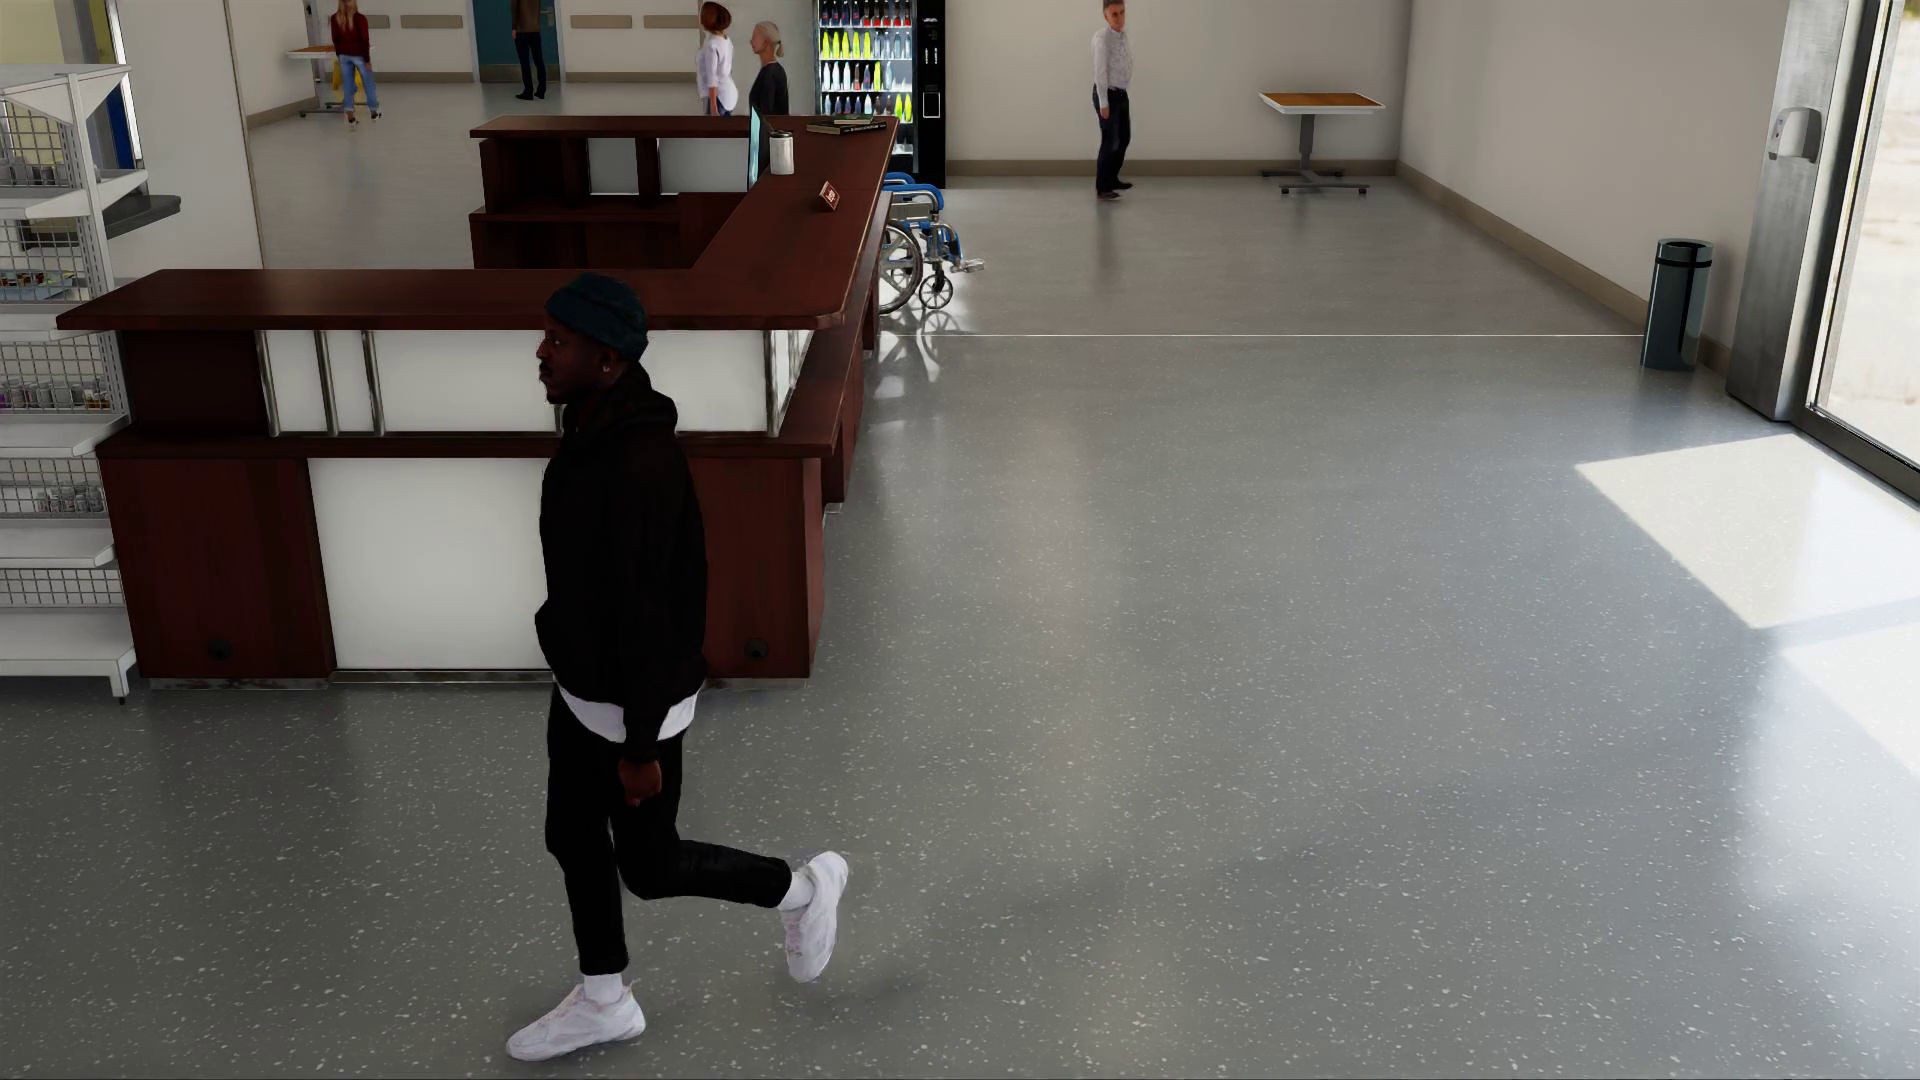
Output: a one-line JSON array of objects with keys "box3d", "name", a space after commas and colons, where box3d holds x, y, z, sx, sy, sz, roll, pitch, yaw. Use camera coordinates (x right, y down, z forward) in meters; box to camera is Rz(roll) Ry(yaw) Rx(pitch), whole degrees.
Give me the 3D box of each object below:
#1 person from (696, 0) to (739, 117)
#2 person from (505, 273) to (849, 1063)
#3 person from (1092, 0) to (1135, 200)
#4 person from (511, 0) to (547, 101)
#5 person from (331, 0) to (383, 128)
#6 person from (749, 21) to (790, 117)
[{"box3d": [-2.151, -4.117, 15.504, 0.929, 1.686, 0.803, 8, 22, 20], "name": "person"}, {"box3d": [-0.648, 0.324, 3.622, 1.159, 1.797, 1.013, -13, 24, -30], "name": "person"}, {"box3d": [1.365, -3.960, 14.953, 0.865, 1.783, 0.916, 7, 22, 17], "name": "person"}, {"box3d": [-6.001, -7.092, 23.071, 0.776, 1.889, 0.744, 15, 25, 35], "name": "person"}, {"box3d": [-7.261, -5.709, 19.850, 1.003, 1.584, 0.684, 0, 21, -1], "name": "person"}, {"box3d": [-1.335, -3.004, 12.573, 1.074, 1.681, 0.672, -1, 21, -3], "name": "person"}]
